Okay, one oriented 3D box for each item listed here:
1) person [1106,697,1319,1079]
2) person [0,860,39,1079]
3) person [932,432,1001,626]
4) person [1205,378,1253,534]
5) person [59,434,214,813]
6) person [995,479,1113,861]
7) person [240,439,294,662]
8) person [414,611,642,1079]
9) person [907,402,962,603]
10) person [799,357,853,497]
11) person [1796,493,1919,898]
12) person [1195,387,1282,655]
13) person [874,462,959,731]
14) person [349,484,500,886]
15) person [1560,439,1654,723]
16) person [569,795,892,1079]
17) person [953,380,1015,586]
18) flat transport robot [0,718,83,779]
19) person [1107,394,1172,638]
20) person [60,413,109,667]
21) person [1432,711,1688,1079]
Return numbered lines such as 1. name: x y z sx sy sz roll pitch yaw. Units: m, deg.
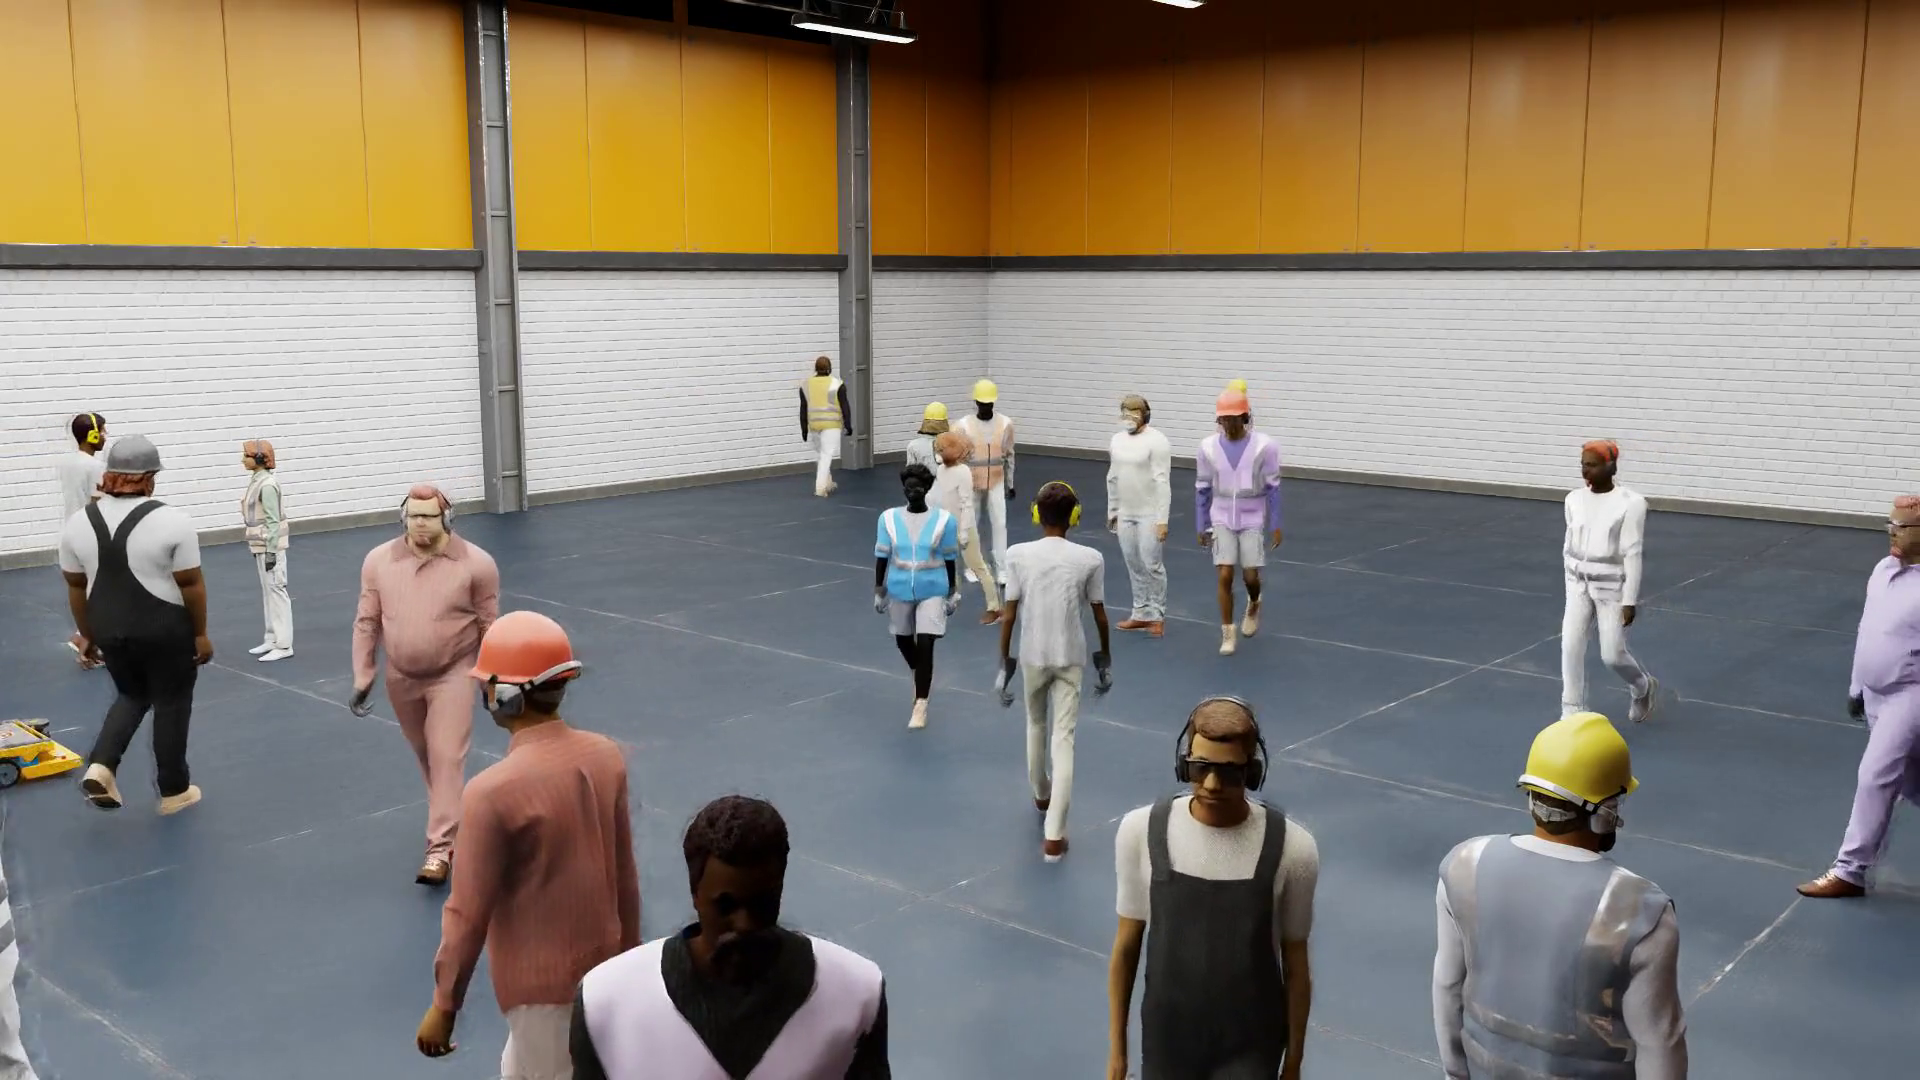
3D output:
1. person: 0.649 1.259 4.263 0.509 1.827 0.687 3 9 16
2. person: -2.844 1.218 4.417 0.598 1.837 0.971 8 12 41
3. person: -0.045 -0.076 13.367 0.878 1.576 0.572 -5 11 -31
4. person: 2.960 -0.890 18.020 0.552 1.729 0.556 -7 12 -39
5. person: -4.247 0.442 8.680 0.690 2.000 0.625 1 9 7
6. person: 0.485 0.605 8.348 0.571 1.817 0.975 1 9 8
7. person: -5.109 0.071 12.260 0.314 1.642 0.514 -5 11 -31
8. person: -1.078 1.161 4.495 1.012 1.951 0.614 3 9 17
9. person: -0.215 -0.324 14.426 0.492 1.742 0.324 1 9 6
10. person: -1.735 -1.458 21.420 0.627 1.797 0.974 3 10 20
11. person: 4.343 0.707 7.565 0.931 1.872 0.654 0 9 -1
12. person: 2.090 -0.148 12.460 0.653 2.016 0.664 3 10 20
13. person: -0.268 0.315 10.642 0.537 1.667 0.797 2 9 10
14. person: -2.539 0.660 7.915 0.645 1.853 1.009 1 9 3
15. person: 3.950 0.298 10.161 0.748 1.857 0.578 -6 11 -34
16. person: -0.403 1.404 3.072 0.633 1.897 0.618 -2 9 -15
17. person: 0.246 -0.505 15.109 0.637 1.881 0.910 -3 9 -16
18. flat transport robot: -5.720 1.247 9.166 0.652 0.197 1.431 9 13 44
19. person: 1.407 -0.188 13.035 0.417 1.920 0.690 -7 12 -39
20. person: -6.261 0.006 12.013 0.543 1.845 0.411 6 11 33
21. person: 1.415 1.302 3.932 0.404 1.831 0.600 -9 12 -43
